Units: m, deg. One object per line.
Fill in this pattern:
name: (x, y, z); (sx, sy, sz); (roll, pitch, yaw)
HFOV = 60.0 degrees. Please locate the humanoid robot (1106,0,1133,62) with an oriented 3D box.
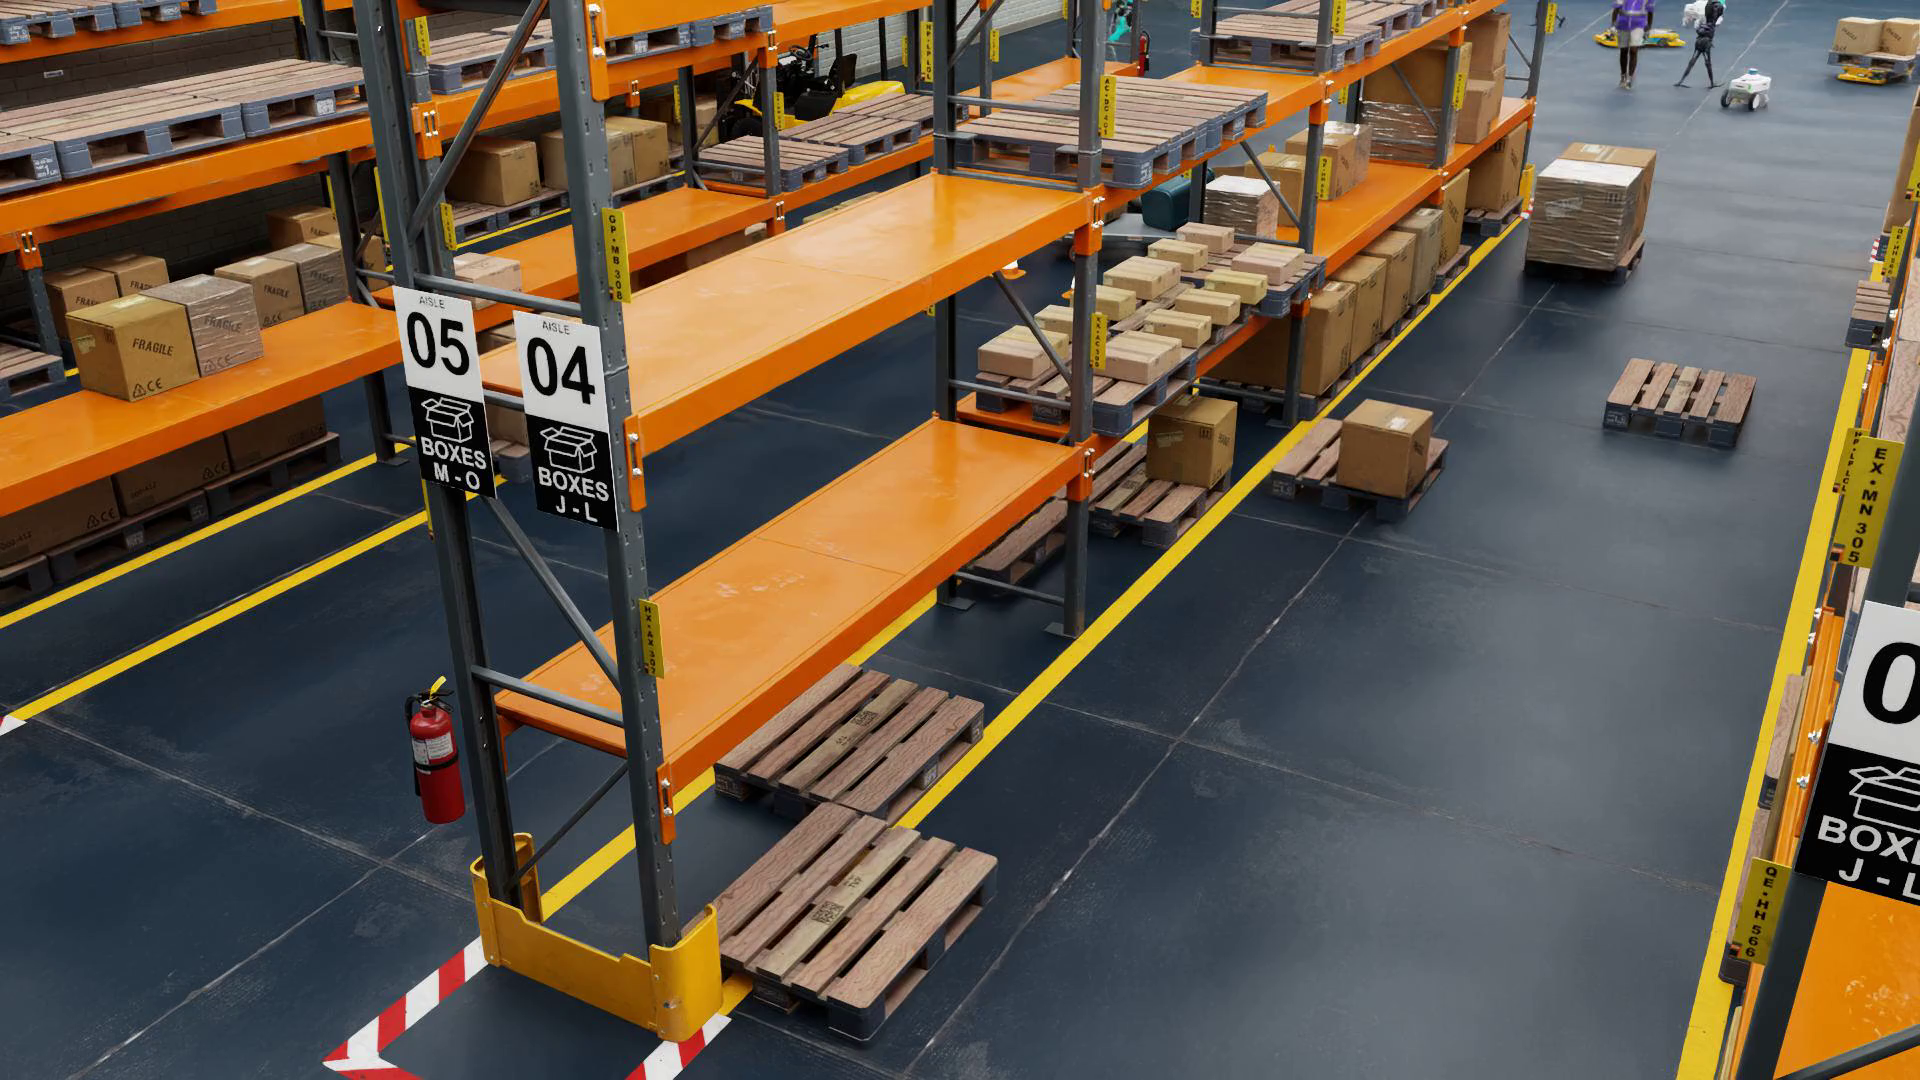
humanoid robot: (2.604, -8.511, 27.402); (0.812, 1.831, 0.532); (-17, 31, -31)

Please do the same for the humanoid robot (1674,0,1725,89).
humanoid robot: (11.835, -7.967, 26.319); (0.739, 1.621, 0.586); (6, 26, 12)

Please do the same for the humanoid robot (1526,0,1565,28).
humanoid robot: (11.387, -10.717, 32.026); (0.697, 1.639, 0.589); (11, 28, 21)

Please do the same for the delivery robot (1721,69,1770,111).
delivery robot: (11.942, -6.829, 25.189); (0.754, 0.583, 0.499); (-22, 33, -37)

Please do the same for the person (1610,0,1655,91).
person: (10.557, -8.072, 26.218); (0.605, 1.911, 0.961); (14, 29, 26)

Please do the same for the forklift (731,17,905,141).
forklift: (-1.819, -5.975, 21.543); (2.313, 2.155, 1.214); (14, 29, 26)

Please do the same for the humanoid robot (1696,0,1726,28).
humanoid robot: (14.373, -10.588, 31.578); (0.680, 1.733, 0.530); (3, 26, 6)

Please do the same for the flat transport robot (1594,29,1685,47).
flat transport robot: (12.443, -9.188, 30.434); (1.431, 0.231, 0.659); (0, 26, 1)

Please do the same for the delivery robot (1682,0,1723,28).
delivery robot: (14.427, -10.247, 32.323); (0.809, 0.611, 0.499); (-16, 30, -29)

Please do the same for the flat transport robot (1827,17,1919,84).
flat transport robot: (15.079, -7.719, 27.381); (1.431, 0.231, 0.659); (-22, 33, -37)
